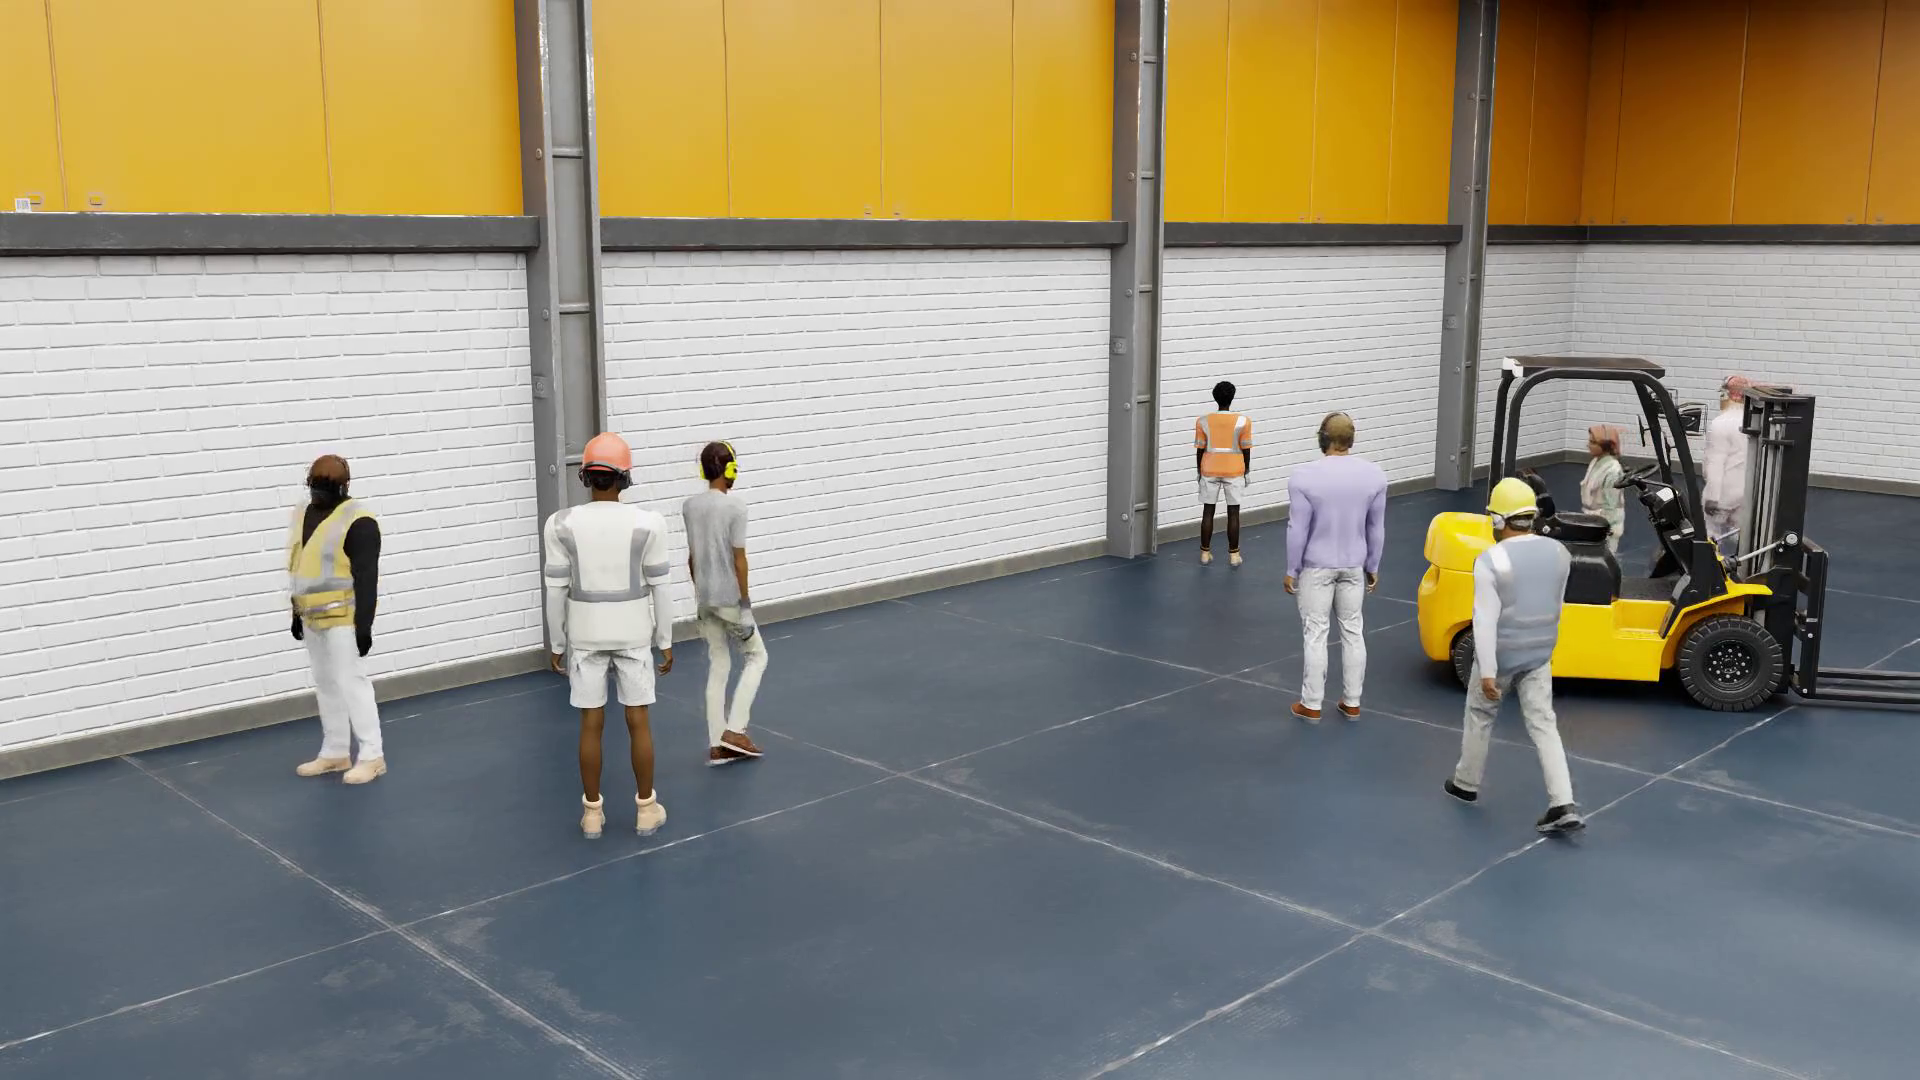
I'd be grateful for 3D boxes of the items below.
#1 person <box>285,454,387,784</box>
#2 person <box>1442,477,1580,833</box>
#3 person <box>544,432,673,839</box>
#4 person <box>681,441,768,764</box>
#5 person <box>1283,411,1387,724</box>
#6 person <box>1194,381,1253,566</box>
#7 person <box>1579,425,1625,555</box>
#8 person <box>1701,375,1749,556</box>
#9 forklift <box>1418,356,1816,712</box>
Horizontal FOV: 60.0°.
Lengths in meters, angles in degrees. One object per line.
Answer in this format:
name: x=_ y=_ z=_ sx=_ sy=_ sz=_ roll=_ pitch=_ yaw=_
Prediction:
person: x=-3.459 y=0.439 z=9.179 sx=0.667 sy=1.825 sz=0.431 roll=8 pitch=13 yaw=36
person: x=2.862 y=0.578 z=8.486 sx=0.584 sy=1.796 sz=0.911 roll=-3 pitch=11 yaw=-17
person: x=-1.744 y=0.479 z=8.327 sx=0.616 sy=2.041 sz=0.379 roll=-1 pitch=10 yaw=-6
person: x=-1.344 y=0.363 z=9.511 sx=0.550 sy=1.834 sz=0.466 roll=7 pitch=13 yaw=34
person: x=2.302 y=0.174 z=10.274 sx=0.637 sy=1.937 sz=0.357 roll=-2 pitch=11 yaw=-10
person: x=2.400 y=-0.605 z=15.202 sx=0.532 sy=1.694 sz=0.320 roll=4 pitch=11 yaw=19
person: x=4.720 y=-0.048 z=12.330 sx=0.372 sy=1.623 sz=0.539 roll=1 pitch=10 yaw=6
person: x=6.354 y=-0.402 z=13.588 sx=0.645 sy=1.881 sz=0.777 roll=-7 pitch=12 yaw=-33
forklift: x=4.276 y=-0.101 z=11.076 sx=2.313 sy=2.155 sz=1.214 roll=2 pitch=11 yaw=13
